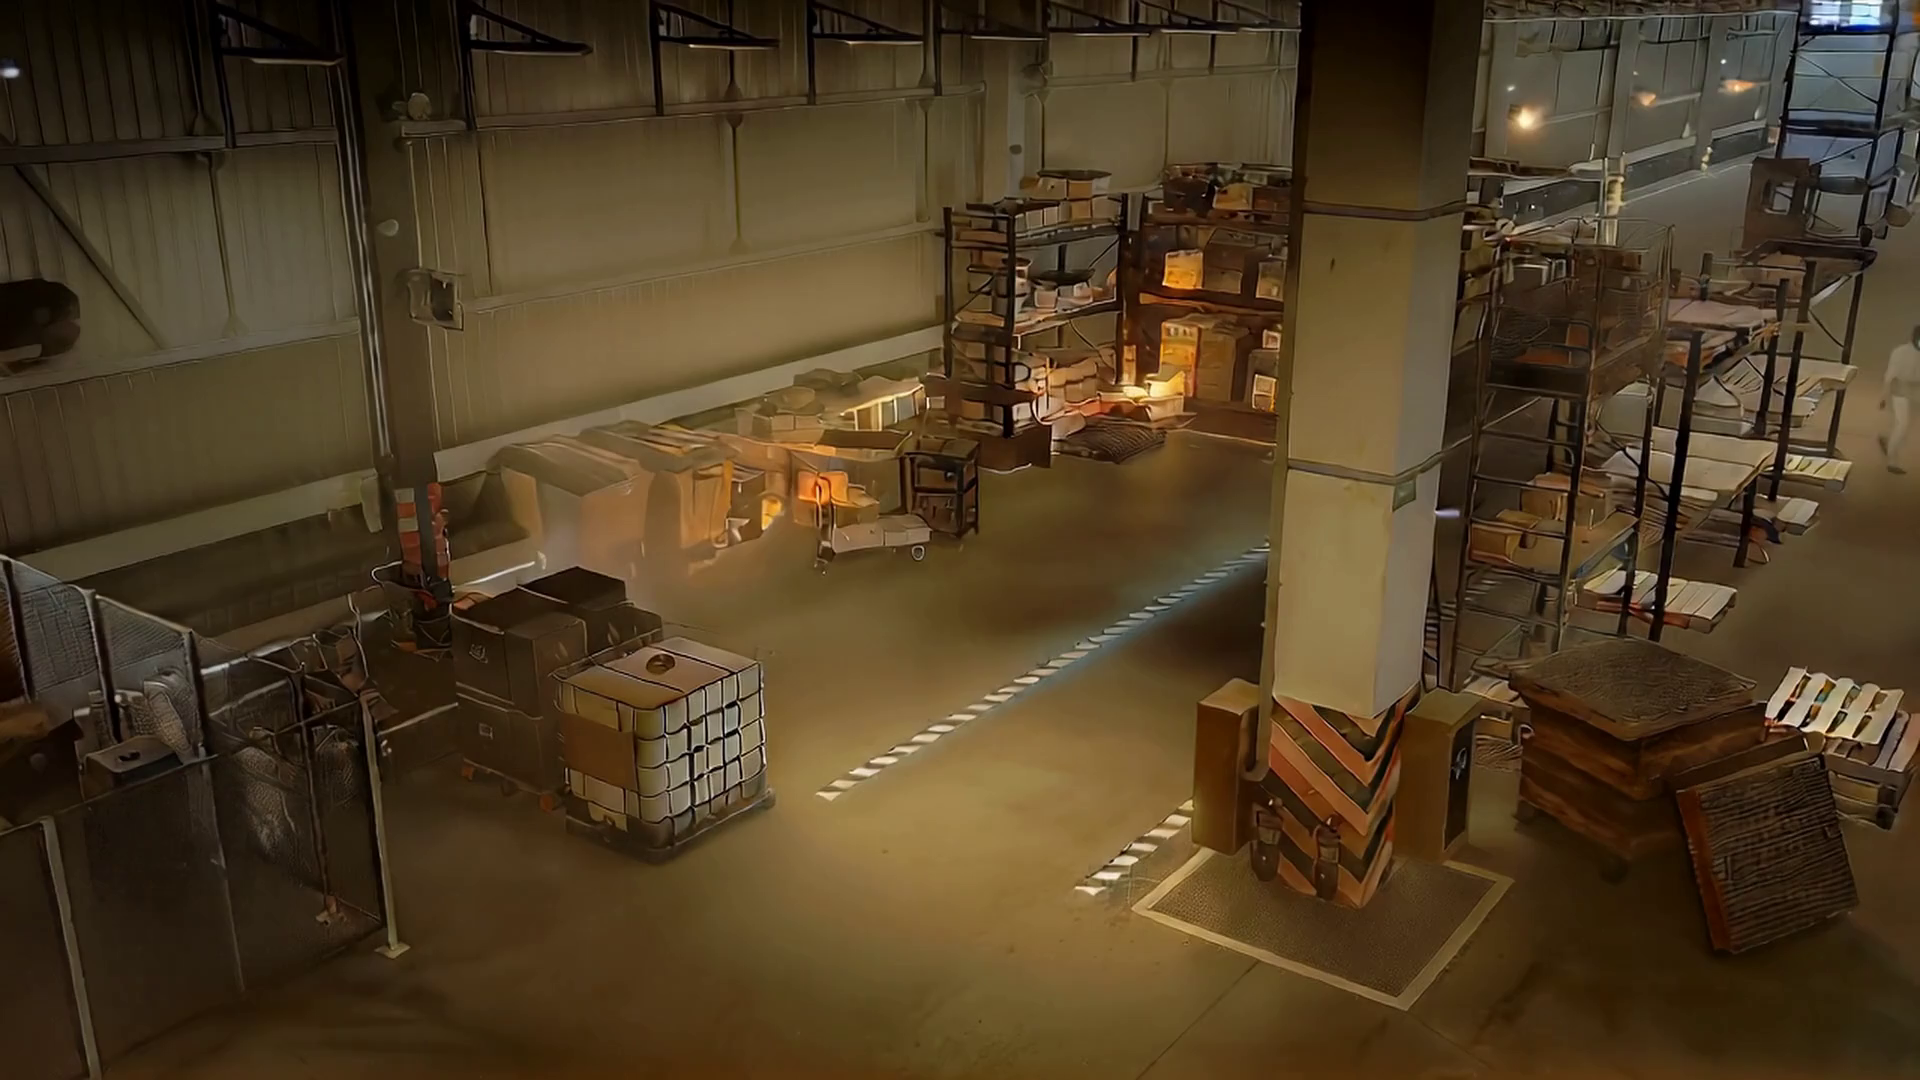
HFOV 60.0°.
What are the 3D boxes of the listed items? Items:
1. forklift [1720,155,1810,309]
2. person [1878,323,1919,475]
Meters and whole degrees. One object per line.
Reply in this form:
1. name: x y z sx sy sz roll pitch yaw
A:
1. forklift: 15.363 -5.849 31.521 1.129 2.768 1.873 13 22 34
2. person: 11.718 -1.804 20.678 0.647 1.918 0.709 0 18 -1
